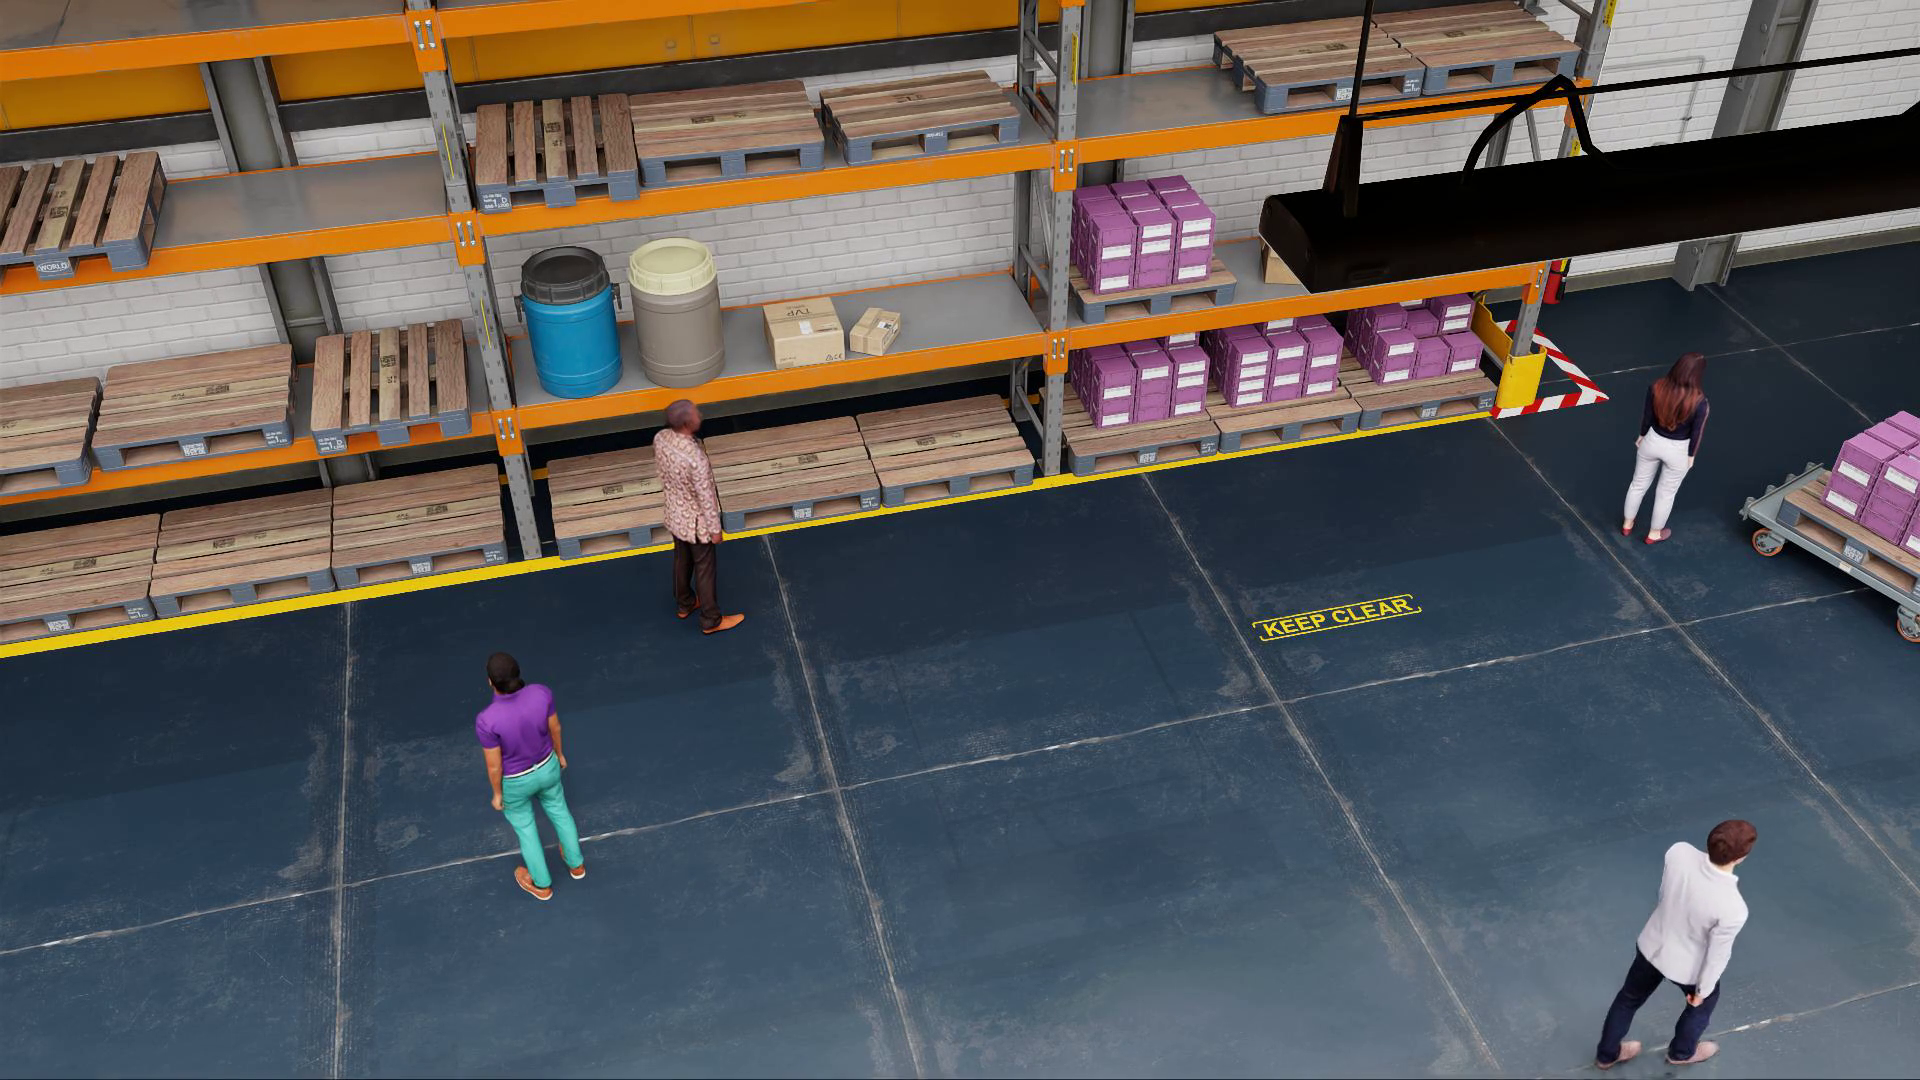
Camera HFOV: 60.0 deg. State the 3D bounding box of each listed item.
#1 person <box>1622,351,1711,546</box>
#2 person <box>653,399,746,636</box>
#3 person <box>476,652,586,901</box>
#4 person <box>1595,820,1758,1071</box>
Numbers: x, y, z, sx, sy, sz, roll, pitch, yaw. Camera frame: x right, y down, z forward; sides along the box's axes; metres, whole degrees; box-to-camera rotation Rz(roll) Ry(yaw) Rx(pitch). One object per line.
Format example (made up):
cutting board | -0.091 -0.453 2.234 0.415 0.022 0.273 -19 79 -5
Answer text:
person | 5.084 -0.667 11.953 0.687 1.608 0.710 30 47 32
person | -1.806 -0.162 11.161 0.769 1.808 0.782 -31 48 -33
person | -2.425 1.316 9.342 0.639 1.767 0.767 -31 48 -33
person | 3.521 2.085 8.328 0.928 1.831 0.775 -18 42 -21
